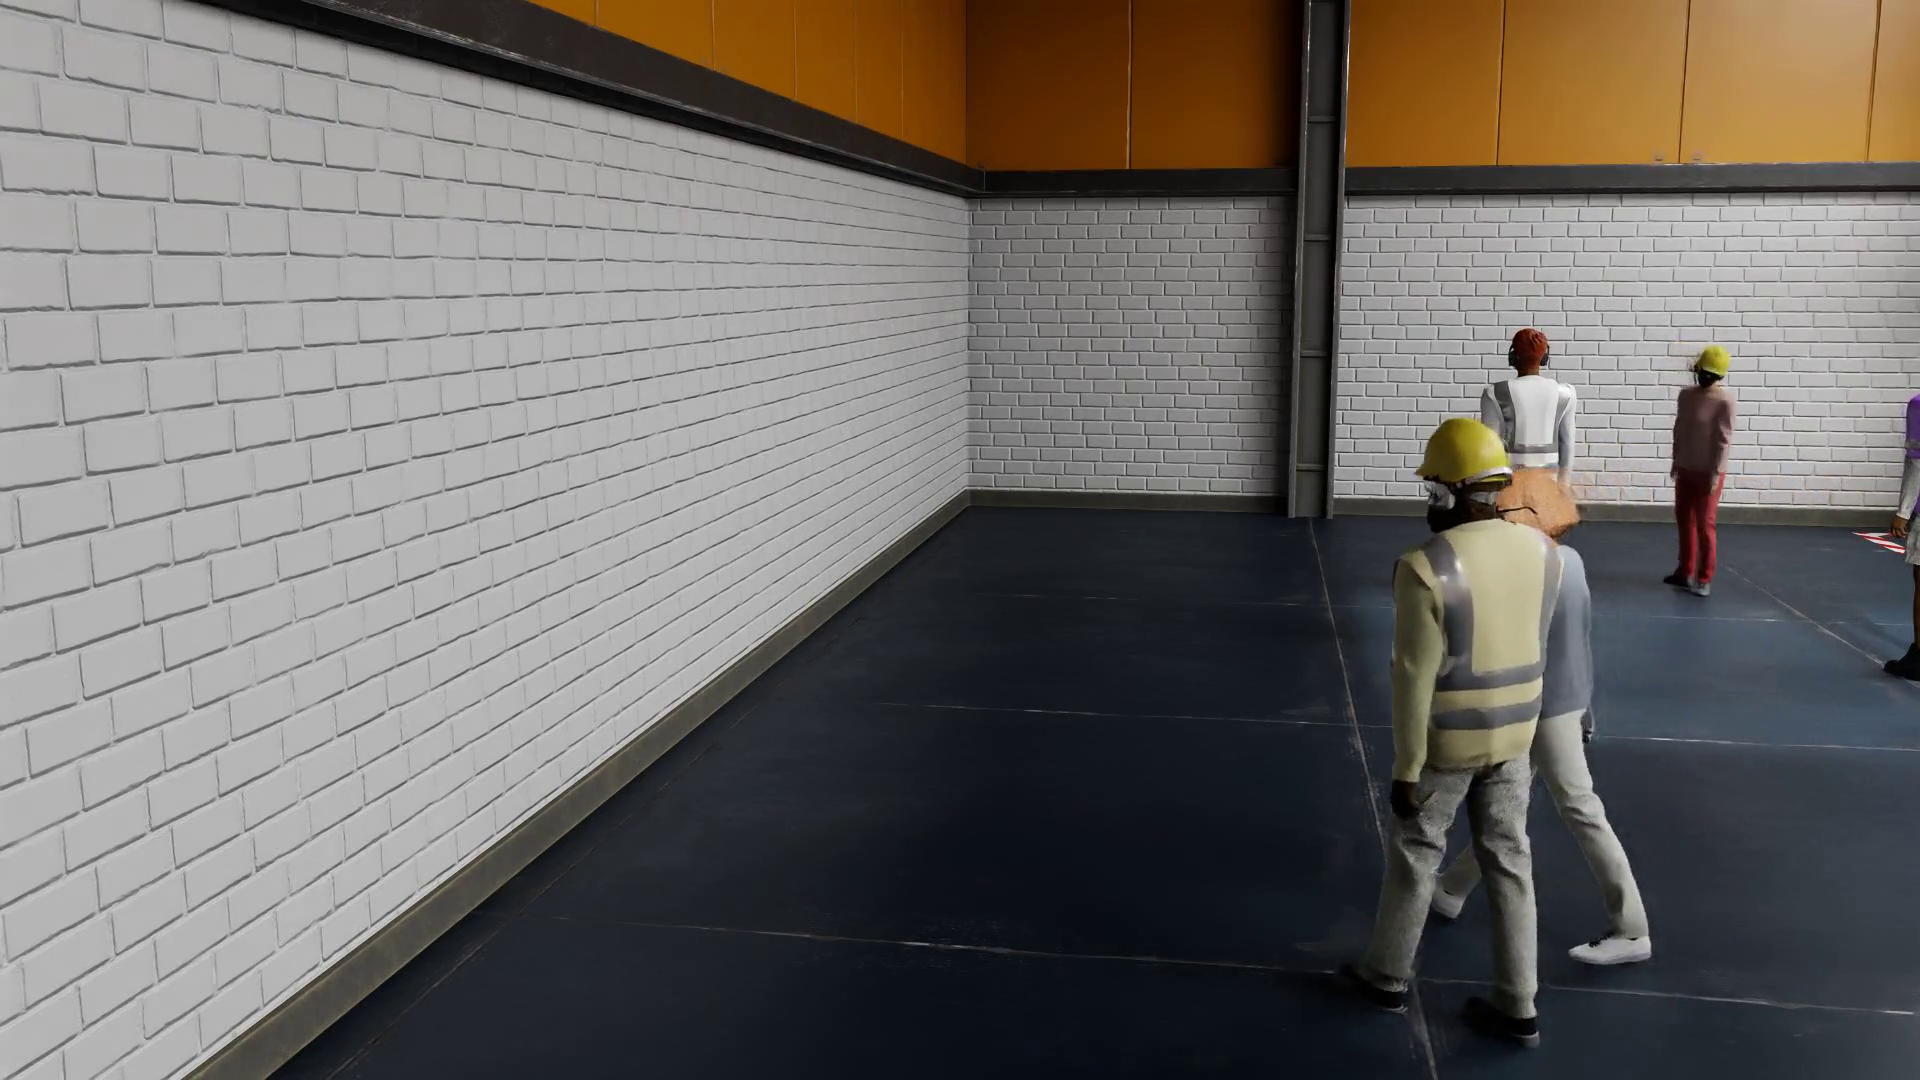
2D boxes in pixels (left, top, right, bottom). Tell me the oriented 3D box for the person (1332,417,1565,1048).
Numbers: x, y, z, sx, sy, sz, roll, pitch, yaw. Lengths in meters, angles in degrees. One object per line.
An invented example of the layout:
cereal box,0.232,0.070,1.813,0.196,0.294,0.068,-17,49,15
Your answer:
person,1.440,0.546,4.844,0.597,1.826,0.541,-4,10,-24

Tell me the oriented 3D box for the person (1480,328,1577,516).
person,3.351,-0.311,9.900,0.574,1.884,0.356,0,9,-3

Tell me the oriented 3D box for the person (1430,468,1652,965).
person,1.877,0.559,5.430,0.888,1.575,0.518,6,11,34

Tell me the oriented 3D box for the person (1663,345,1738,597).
person,5.055,-0.485,11.483,0.305,1.725,0.698,-2,9,-14

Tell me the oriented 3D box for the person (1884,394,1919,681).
person,5.326,-0.191,9.021,0.542,1.928,0.374,-1,9,-4
